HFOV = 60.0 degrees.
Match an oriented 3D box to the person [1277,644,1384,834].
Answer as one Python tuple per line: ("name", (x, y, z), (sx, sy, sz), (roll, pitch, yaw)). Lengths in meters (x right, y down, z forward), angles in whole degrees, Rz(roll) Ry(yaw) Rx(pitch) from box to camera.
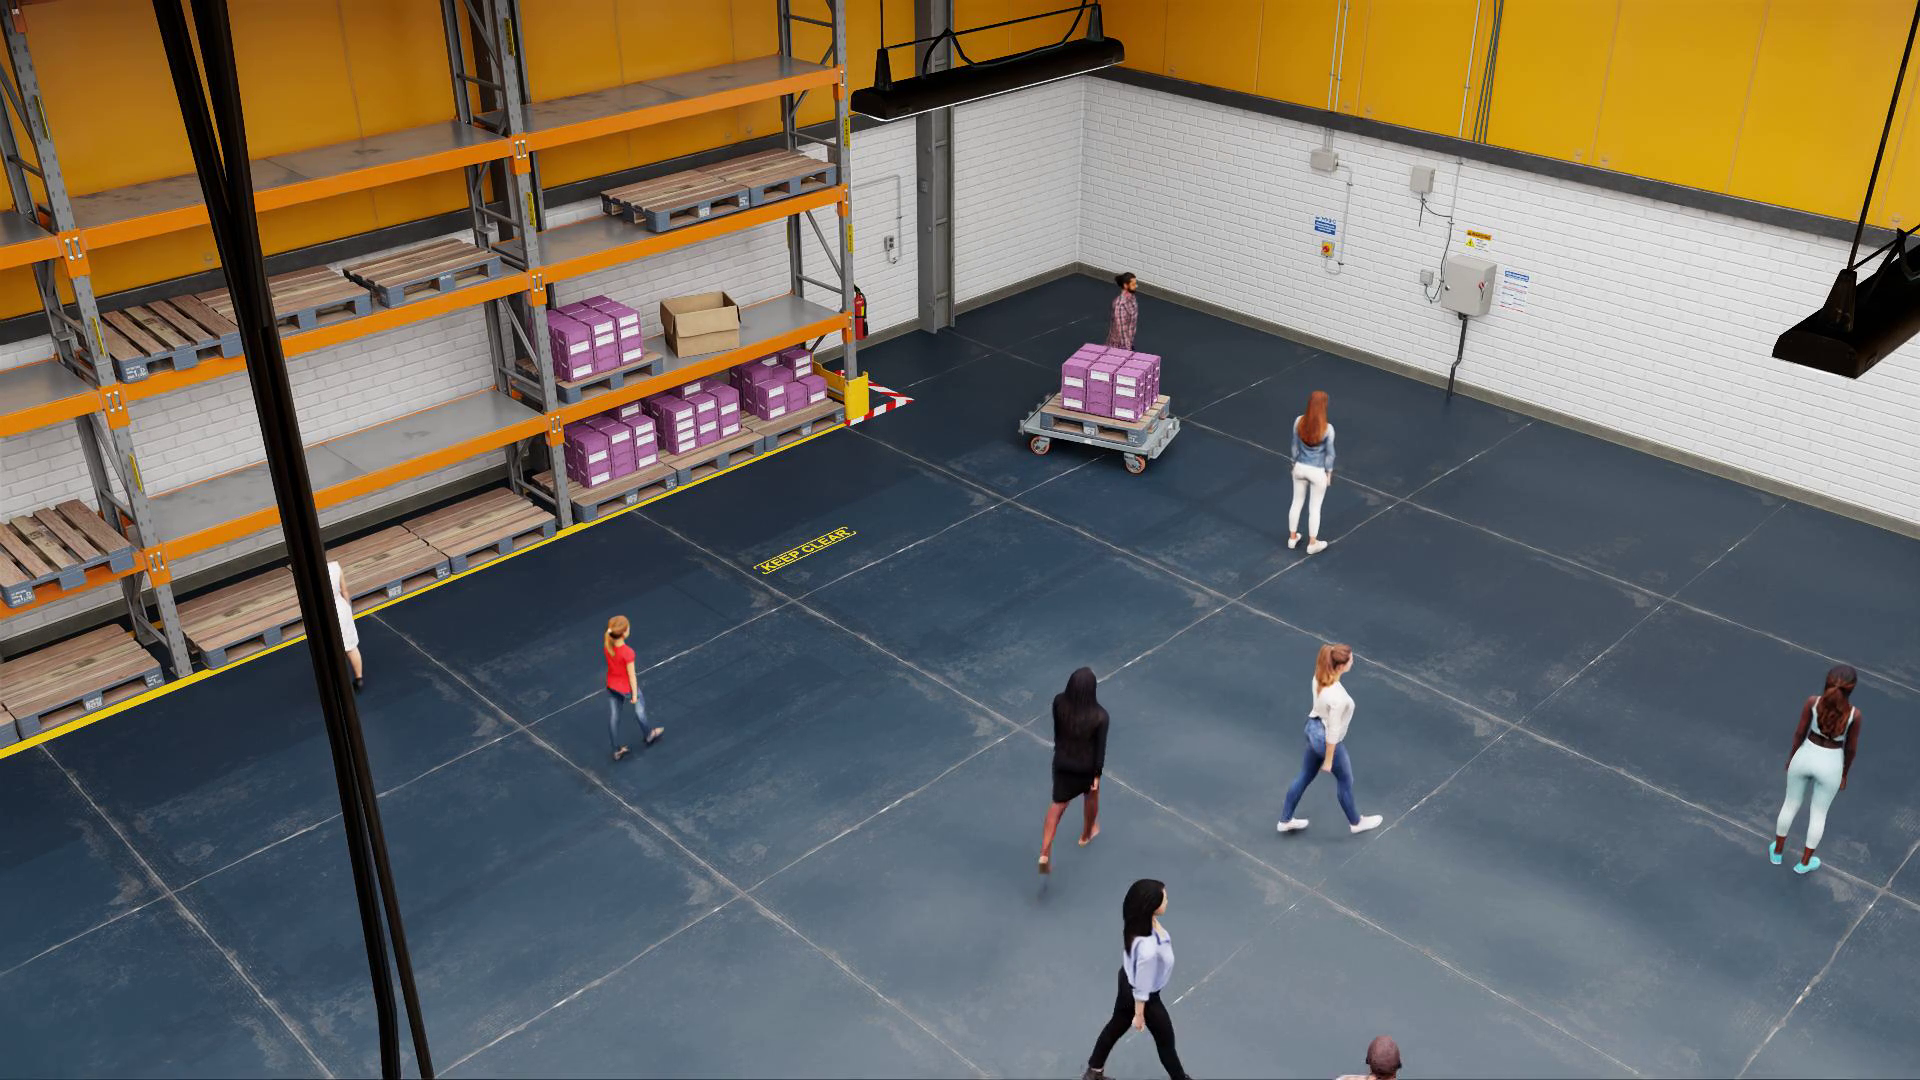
("person", (2.669, 1.539, 12.515), (1.120, 1.683, 0.980), (-5, 29, -9))

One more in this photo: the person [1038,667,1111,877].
("person", (0.818, 1.706, 12.203), (0.860, 1.690, 1.182), (14, 31, 23))

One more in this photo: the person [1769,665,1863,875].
("person", (6.296, 1.673, 12.226), (0.596, 1.725, 0.564), (20, 34, 32))

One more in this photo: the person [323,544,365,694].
("person", (-5.384, 0.673, 14.240), (0.617, 1.551, 0.458), (24, 37, 36))

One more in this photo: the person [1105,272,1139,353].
("person", (1.806, -2.288, 19.484), (0.999, 1.728, 1.137), (13, 31, 22))

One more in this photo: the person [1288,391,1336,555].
("person", (3.481, -0.673, 16.552), (0.632, 1.700, 0.546), (21, 35, 33))

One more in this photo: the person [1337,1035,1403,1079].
("person", (2.170, 3.460, 8.890), (0.898, 1.783, 1.045), (12, 31, 21))

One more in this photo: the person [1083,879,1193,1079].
("person", (1.024, 2.789, 10.204), (1.157, 1.703, 1.053), (-3, 29, -5))

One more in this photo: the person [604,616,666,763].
("person", (-2.783, 1.226, 13.495), (0.624, 1.295, 0.806), (13, 31, 23))
